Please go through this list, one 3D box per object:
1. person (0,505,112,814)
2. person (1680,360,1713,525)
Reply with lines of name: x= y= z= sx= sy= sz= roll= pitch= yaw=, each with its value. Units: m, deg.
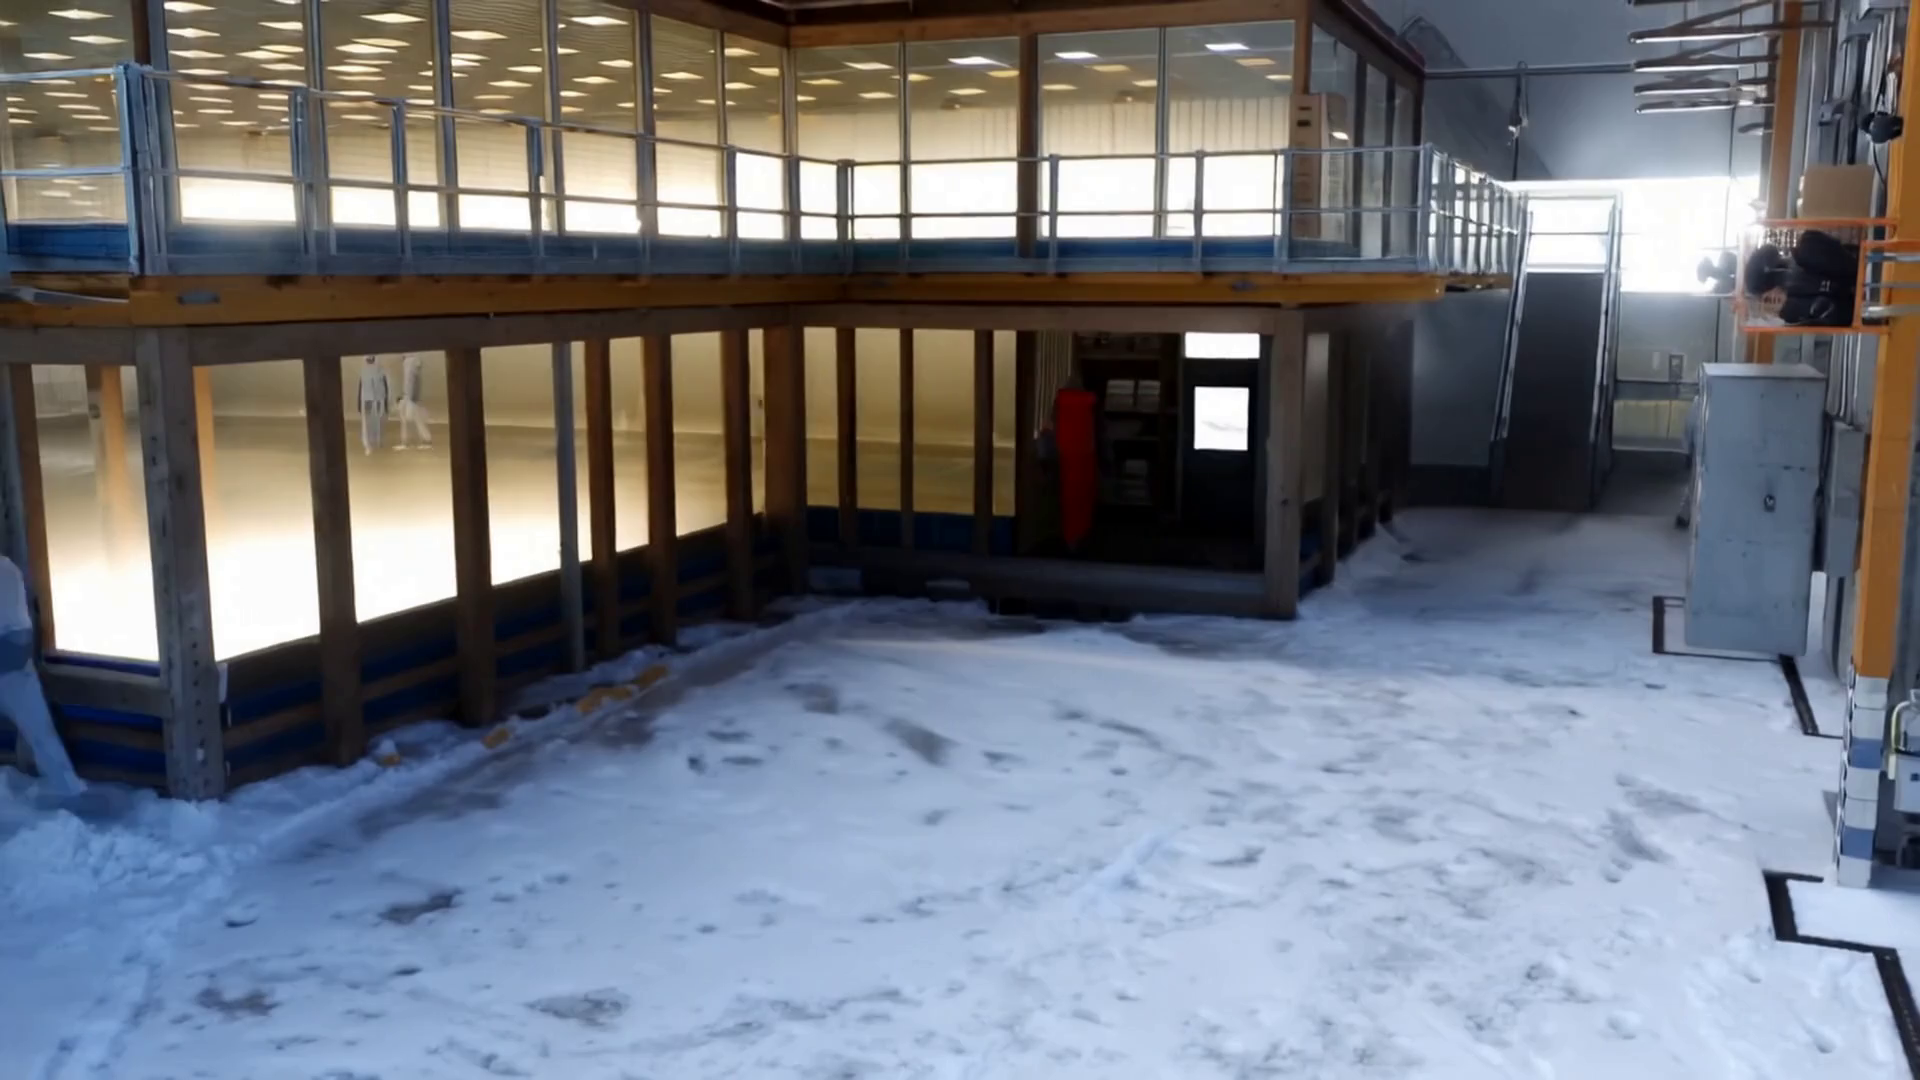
person: x=-5.323 y=0.695 z=9.172 sx=0.982 sy=1.792 sz=0.633 roll=0 pitch=9 yaw=2
person: x=8.956 y=-1.159 z=19.991 sx=0.608 sy=1.987 sz=0.405 roll=-5 pitch=11 yaw=-30
